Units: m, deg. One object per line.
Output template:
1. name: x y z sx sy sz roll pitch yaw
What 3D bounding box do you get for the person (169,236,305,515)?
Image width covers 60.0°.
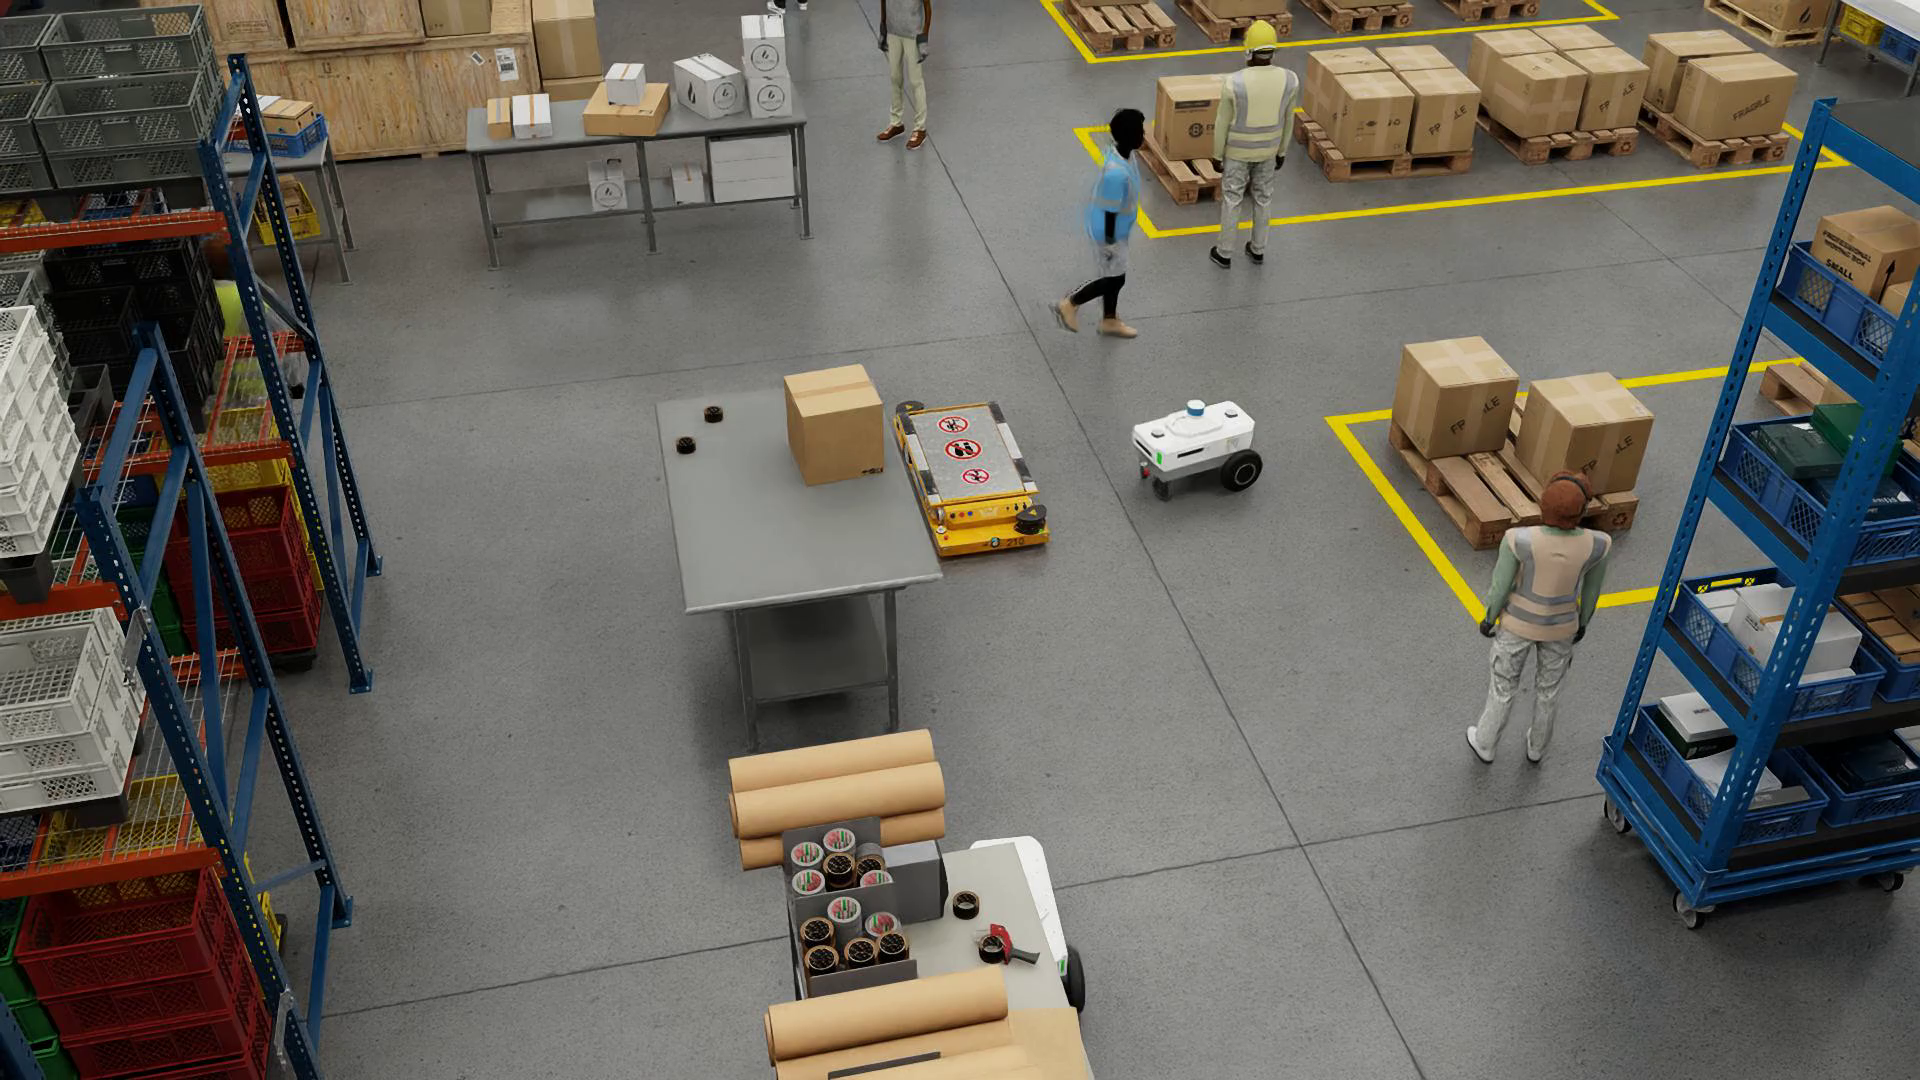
1. person: -4.089 -0.925 9.510 0.718 1.806 0.441 3 37 4

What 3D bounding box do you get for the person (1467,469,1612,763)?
1. person: 2.719 0.396 7.861 0.514 1.636 0.315 2 37 3

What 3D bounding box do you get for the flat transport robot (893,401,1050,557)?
1. flat transport robot: 0.046 -0.430 10.108 0.652 0.197 1.431 -8 37 -10

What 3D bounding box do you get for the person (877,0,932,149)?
1. person: -0.472 -4.203 13.850 0.513 1.872 0.328 22 42 26

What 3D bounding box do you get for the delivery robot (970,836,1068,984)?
1. delivery robot: 0.235 1.591 7.081 0.477 0.478 0.707 -5 37 -6

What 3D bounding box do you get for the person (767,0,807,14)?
1. person: -1.770 -6.219 16.519 0.587 1.920 0.394 -15 39 -19

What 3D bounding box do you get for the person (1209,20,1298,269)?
1. person: 2.104 -2.850 12.072 0.586 1.823 0.403 -7 37 -10

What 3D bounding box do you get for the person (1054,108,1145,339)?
1. person: 0.969 -2.108 11.182 0.492 1.679 0.545 7 37 9

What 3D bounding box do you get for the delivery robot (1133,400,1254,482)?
1. delivery robot: 1.406 -0.614 10.044 0.707 0.478 0.477 -16 39 -20
